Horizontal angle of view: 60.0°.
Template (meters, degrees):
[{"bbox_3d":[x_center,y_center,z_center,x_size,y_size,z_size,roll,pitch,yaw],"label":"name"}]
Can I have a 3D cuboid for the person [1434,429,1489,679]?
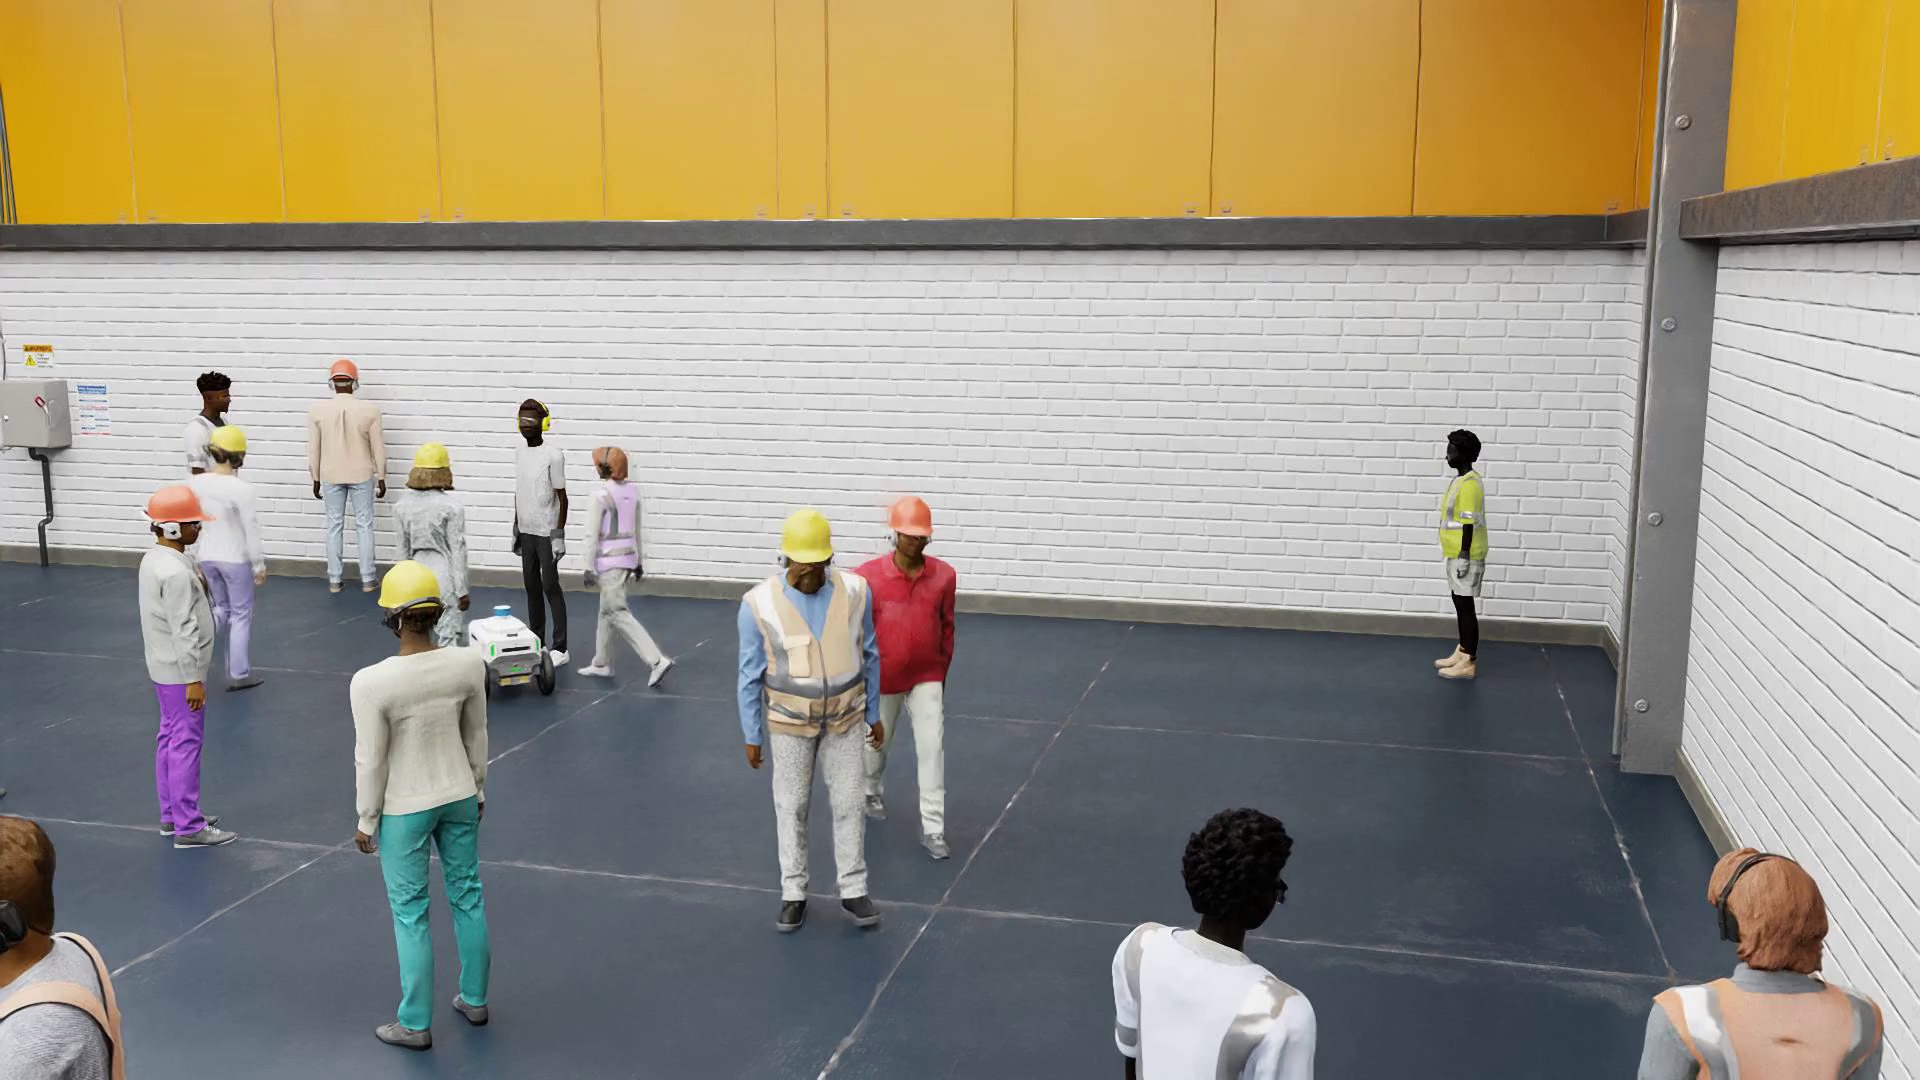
[{"bbox_3d":[3.402,0.091,11.271,0.321,1.689,0.530,1,10,6],"label":"person"}]

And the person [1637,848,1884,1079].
[{"bbox_3d":[1.638,1.446,3.471,0.525,1.631,0.315,-1,10,-6],"label":"person"}]

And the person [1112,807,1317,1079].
[{"bbox_3d":[0.543,1.398,3.589,0.319,1.686,0.539,-8,13,-40],"label":"person"}]

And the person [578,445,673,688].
[{"bbox_3d":[-2.244,0.173,11.035,0.789,1.612,0.525,4,10,22],"label":"person"}]

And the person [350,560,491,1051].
[{"bbox_3d":[-1.937,0.949,5.996,0.313,1.769,0.525,8,13,40],"label":"person"}]

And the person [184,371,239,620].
[{"bbox_3d":[-5.861,-0.350,13.094,0.385,1.957,0.602,-1,10,-3],"label":"person"}]

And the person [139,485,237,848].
[{"bbox_3d":[-3.754,0.604,8.057,0.336,1.749,0.575,-7,12,-36],"label":"person"}]

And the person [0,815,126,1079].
[{"bbox_3d":[-1.726,1.397,3.138,0.346,1.841,0.505,-4,10,-22],"label":"person"}]

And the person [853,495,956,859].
[{"bbox_3d":[-0.288,0.614,8.100,0.558,1.718,0.851,-3,10,-17],"label":"person"}]

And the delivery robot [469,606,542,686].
[{"bbox_3d":[-2.988,0.673,10.901,0.477,0.478,0.707,-5,11,-27],"label":"delivery robot"}]

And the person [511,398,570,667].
[{"bbox_3d":[-2.933,-0.045,11.523,0.531,1.876,0.317,7,12,36],"label":"person"}]

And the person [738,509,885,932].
[{"bbox_3d":[-0.618,0.757,7.008,0.629,1.814,0.436,-3,10,-18],"label":"person"}]

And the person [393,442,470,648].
[{"bbox_3d":[-3.156,0.280,10.031,0.486,1.740,0.324,3,10,20],"label":"person"}]

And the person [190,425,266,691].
[{"bbox_3d":[-4.783,0.133,10.809,0.551,1.750,0.475,4,10,21],"label":"person"}]

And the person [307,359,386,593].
[{"bbox_3d":[-5.190,-0.539,14.126,0.623,1.983,0.413,-2,10,-13],"label":"person"}]
